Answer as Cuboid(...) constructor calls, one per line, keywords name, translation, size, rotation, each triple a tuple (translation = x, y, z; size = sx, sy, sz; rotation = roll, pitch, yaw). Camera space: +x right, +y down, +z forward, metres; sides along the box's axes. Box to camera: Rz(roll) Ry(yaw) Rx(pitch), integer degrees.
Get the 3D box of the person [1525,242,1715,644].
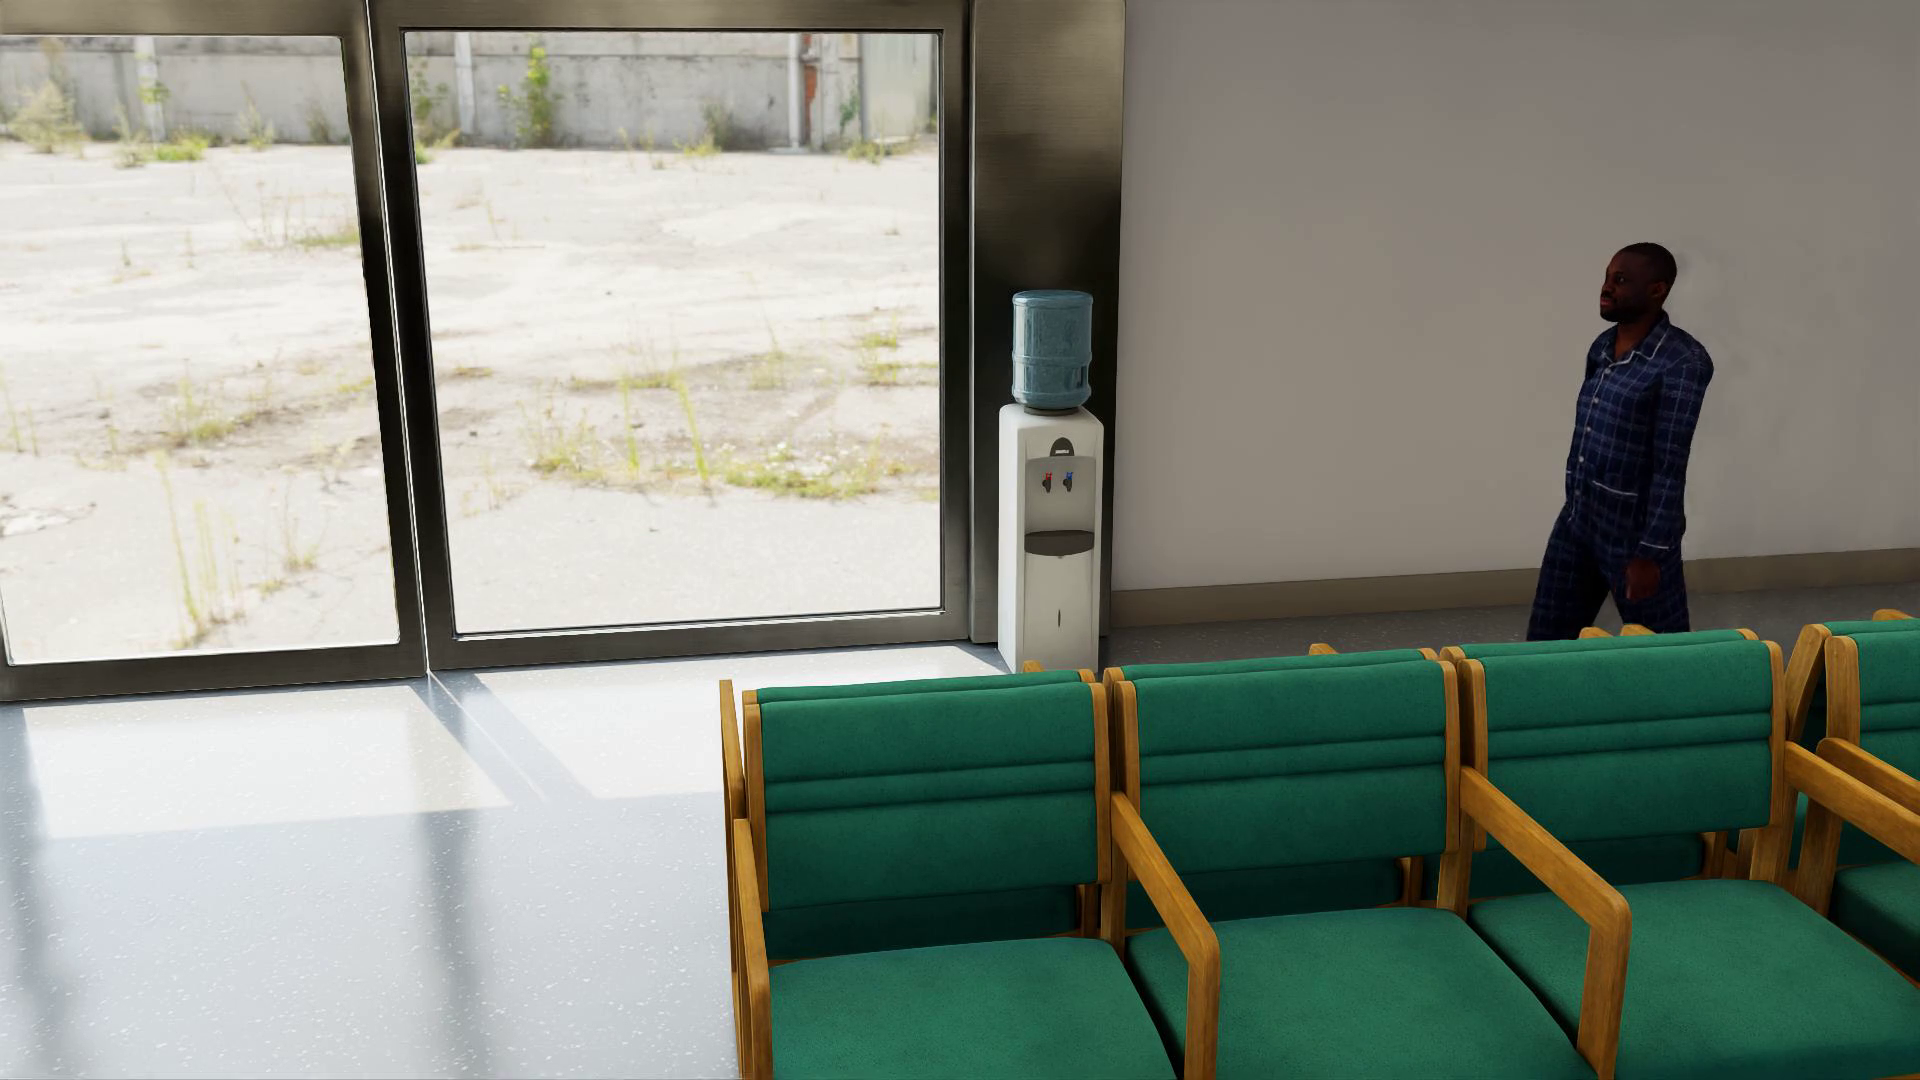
Cuboid(name="person", translation=(2.174, -0.005, 5.245), size=(0.822, 1.778, 1.110), rotation=(-4, 16, -15))
